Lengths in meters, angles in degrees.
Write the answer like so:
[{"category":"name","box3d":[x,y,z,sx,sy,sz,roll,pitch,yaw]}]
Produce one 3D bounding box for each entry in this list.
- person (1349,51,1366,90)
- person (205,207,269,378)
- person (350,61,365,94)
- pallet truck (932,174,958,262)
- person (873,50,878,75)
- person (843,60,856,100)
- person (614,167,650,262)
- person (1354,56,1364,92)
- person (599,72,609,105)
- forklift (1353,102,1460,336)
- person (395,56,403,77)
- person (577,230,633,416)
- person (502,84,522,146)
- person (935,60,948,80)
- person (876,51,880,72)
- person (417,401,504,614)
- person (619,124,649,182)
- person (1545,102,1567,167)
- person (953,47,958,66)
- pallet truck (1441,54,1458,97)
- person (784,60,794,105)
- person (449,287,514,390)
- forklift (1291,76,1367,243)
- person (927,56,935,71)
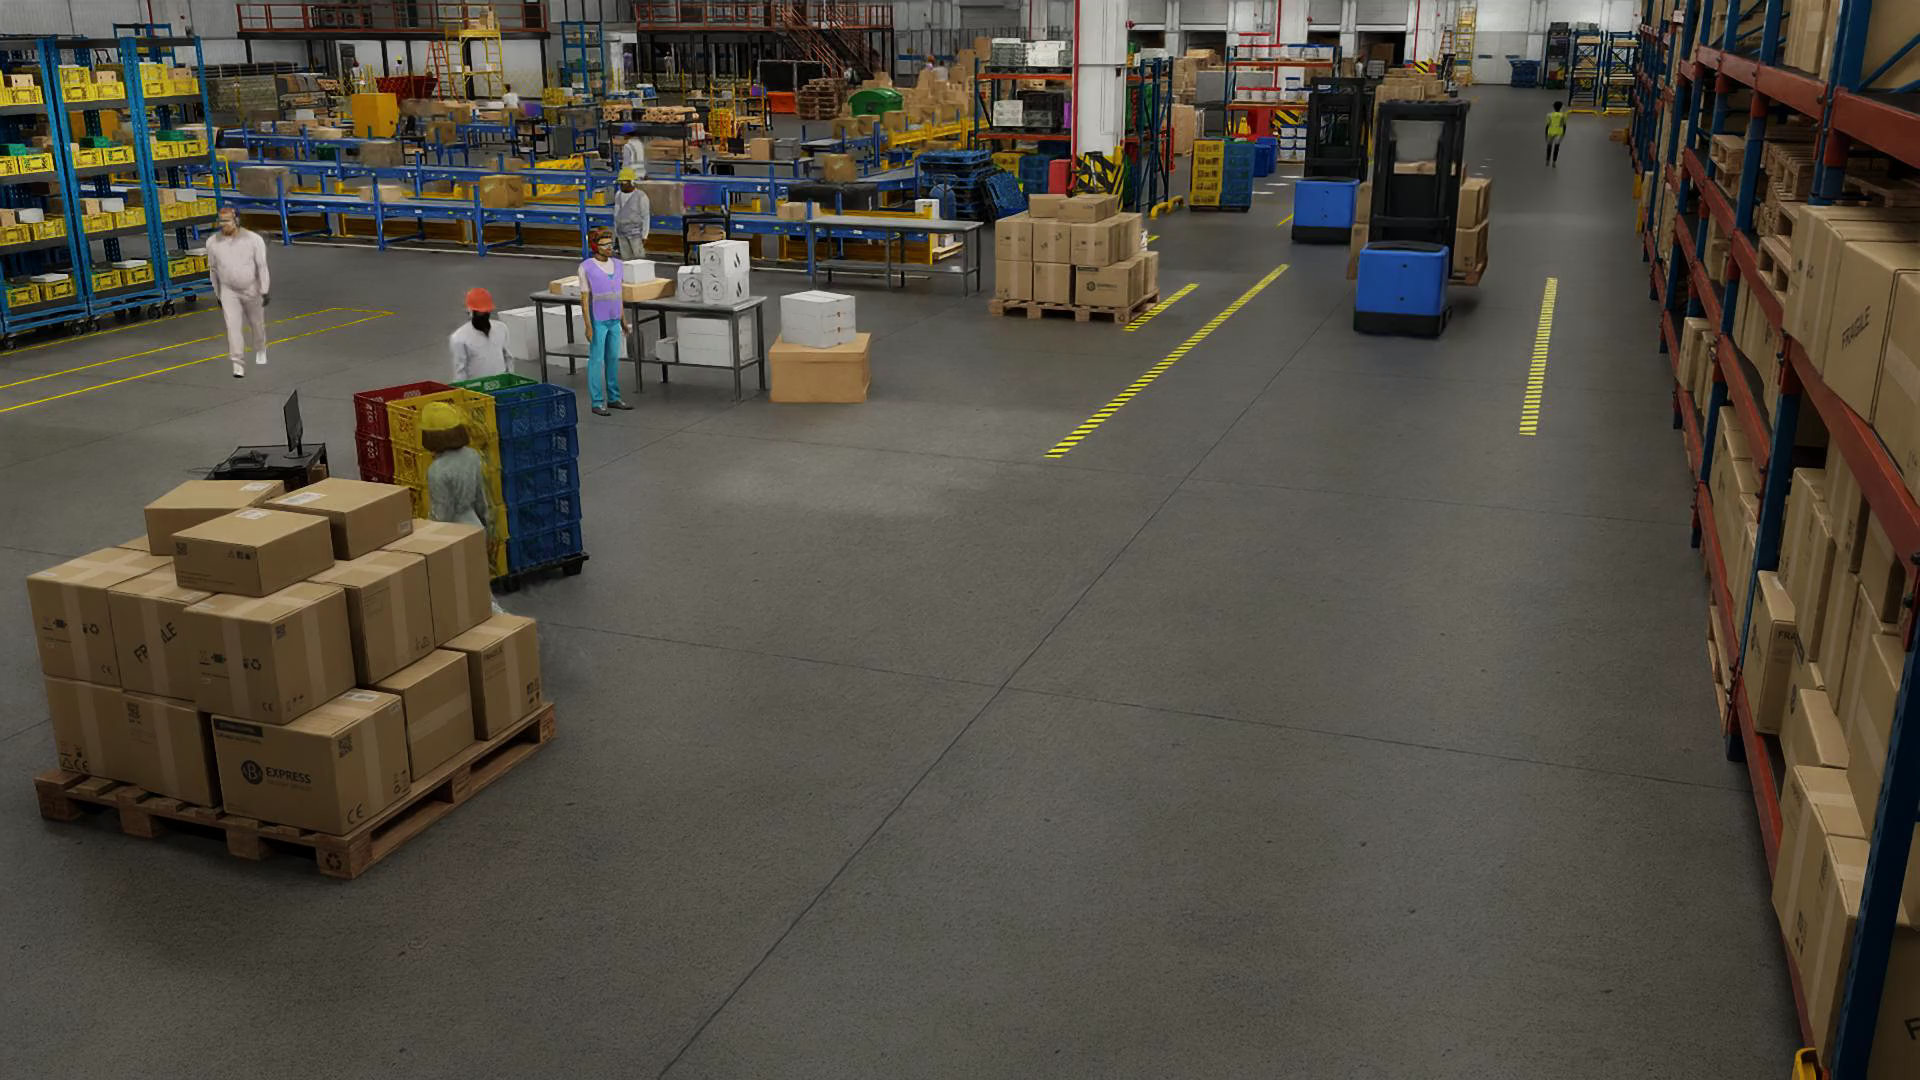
[{"category":"person","box3d":[20.224,-23.762,84.304,0.816,1.966,0.625,16,24,41]},{"category":"person","box3d":[-8.071,-2.813,18.682,0.634,1.860,1.028,-6,18,-17]},{"category":"person","box3d":[-25.649,-19.442,70.864,0.575,1.883,0.355,-5,18,-15]},{"category":"pallet truck","box3d":[-0.507,-5.292,27.348,0.653,1.274,1.630,6,19,19]},{"category":"person","box3d":[-4.713,-26.677,93.718,0.832,1.809,0.642,-6,19,-18]},{"category":"person","box3d":[-4.454,-18.443,67.468,0.754,2.000,0.691,14,22,37]},{"category":"person","box3d":[-4.632,-4.306,23.382,0.589,1.834,0.403,10,20,28]},{"category":"person","box3d":[18.748,-21.822,78.363,0.508,1.872,0.329,-10,20,-28]},{"category":"person","box3d":[-13.320,-16.719,62.544,0.775,1.737,0.526,12,21,32]},{"category":"forklift","box3d":[5.721,-4.118,21.093,1.129,2.768,1.873,6,19,19]},{"category":"person","box3d":[-25.618,-21.140,76.126,0.366,1.928,0.585,-7,19,-20]},{"category":"person","box3d":[-3.579,-2.191,16.716,0.388,1.848,0.564,11,21,31]},{"category":"person","box3d":[-13.543,-12.839,50.257,0.929,1.794,0.547,14,23,38]},{"category":"person","box3d":[-0.814,-19.639,71.452,0.638,1.910,0.936,6,19,18]},{"category":"person","box3d":[-4.773,-26.881,94.442,0.485,1.748,0.543,-6,19,-18]},{"category":"person","box3d":[-2.987,0.015,9.979,0.425,1.727,0.482,4,18,13]},{"category":"person","box3d":[-6.227,-6.912,31.493,0.999,1.880,0.632,6,19,18]},{"category":"person","box3d":[15.537,-10.589,43.419,0.531,1.654,0.885,7,19,21]},{"category":"person","box3d":[-0.168,-26.351,92.391,0.622,1.992,0.396,10,20,28]},{"category":"pallet truck","box3d":[22.765,-21.886,78.355,0.823,1.965,1.885,-4,18,-14]},{"category":"person","box3d":[-7.208,-19.738,71.776,0.980,1.883,0.571,2,18,8]},{"category":"person","box3d":[-3.966,-1.261,13.973,0.401,1.733,0.586,16,23,40]},{"category":"forklift","box3d":[6.598,-6.755,29.381,1.129,2.768,1.873,6,19,19]},{"category":"person","box3d":[-1.274,-20.846,75.123,1.059,1.975,0.609,-1,18,-2]}]
